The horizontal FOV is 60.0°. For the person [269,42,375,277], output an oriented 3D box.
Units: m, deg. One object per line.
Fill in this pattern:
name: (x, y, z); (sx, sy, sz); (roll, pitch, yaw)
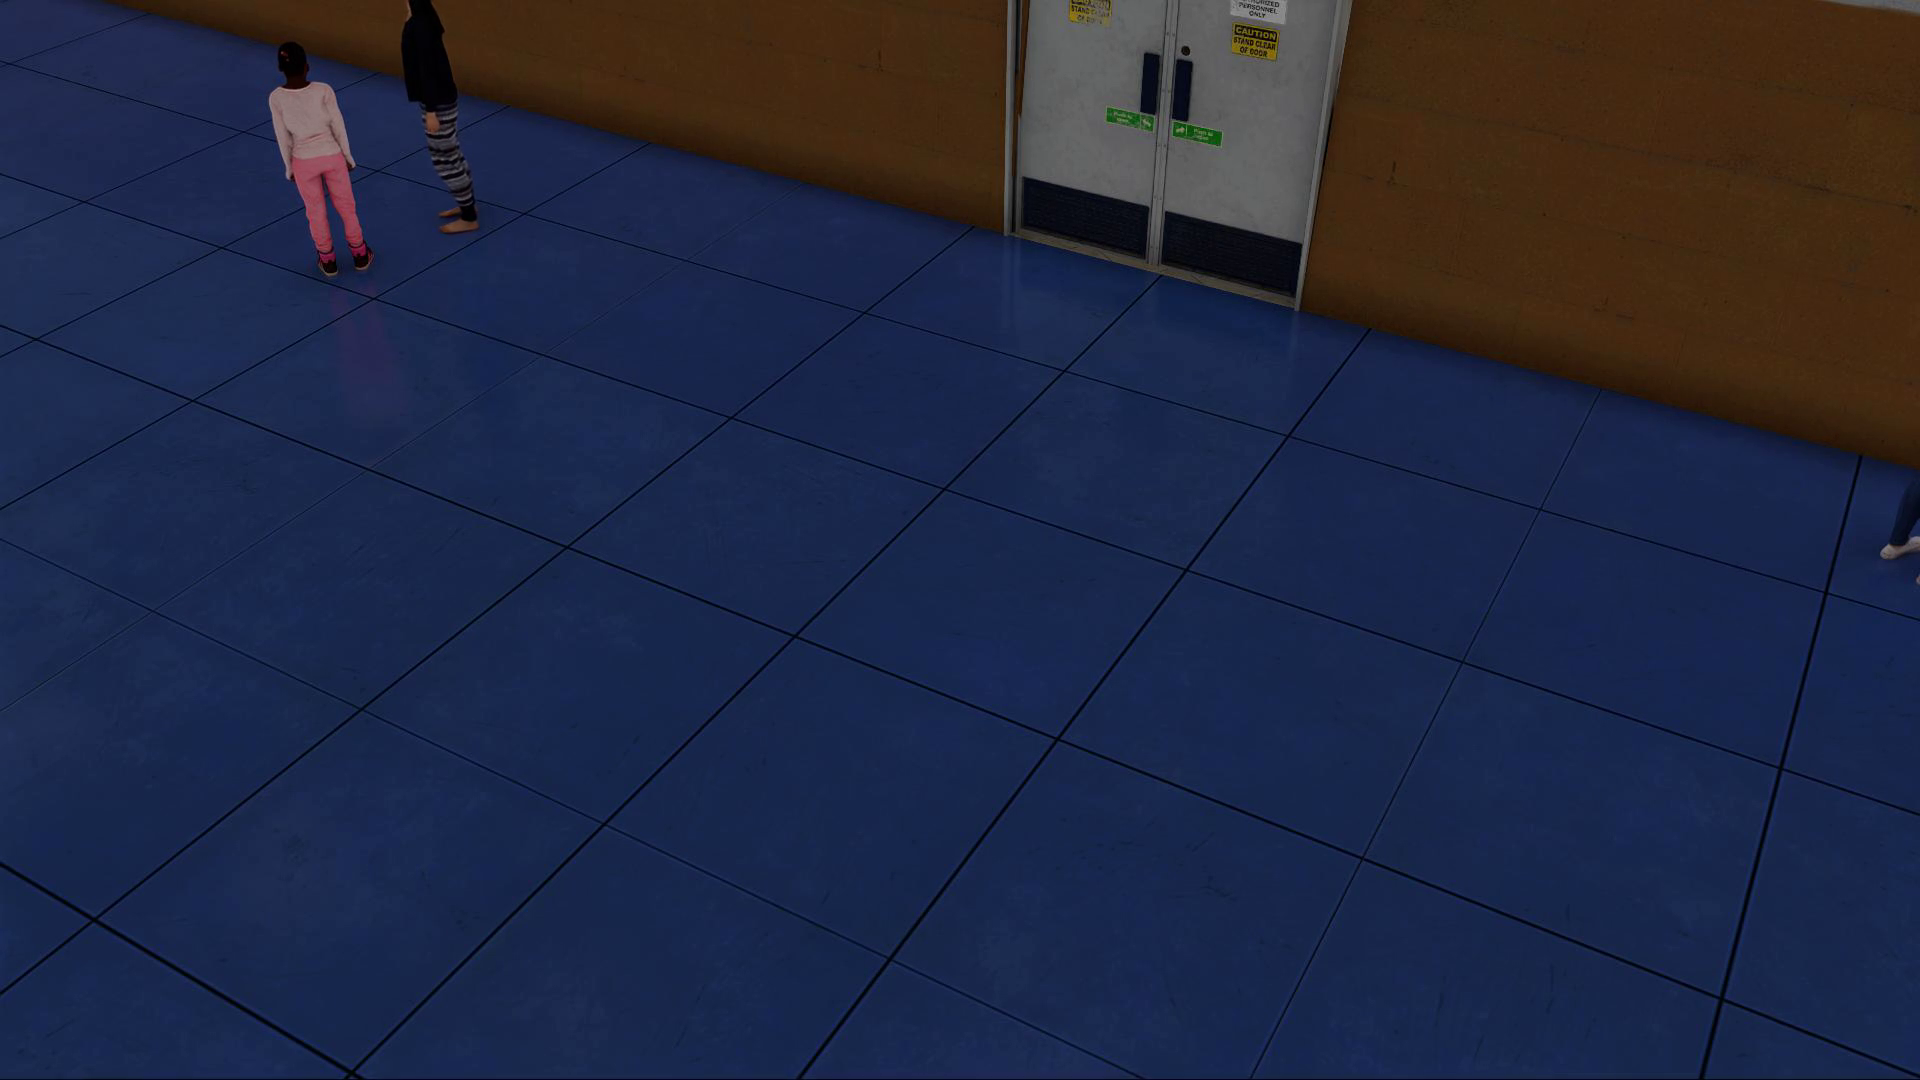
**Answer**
person: (-3.838, -2.283, 9.931); (0.603, 1.445, 0.684); (-13, 39, -17)

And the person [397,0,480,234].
person: (-3.244, -2.752, 10.318); (0.729, 1.730, 0.667); (-9, 38, -11)
